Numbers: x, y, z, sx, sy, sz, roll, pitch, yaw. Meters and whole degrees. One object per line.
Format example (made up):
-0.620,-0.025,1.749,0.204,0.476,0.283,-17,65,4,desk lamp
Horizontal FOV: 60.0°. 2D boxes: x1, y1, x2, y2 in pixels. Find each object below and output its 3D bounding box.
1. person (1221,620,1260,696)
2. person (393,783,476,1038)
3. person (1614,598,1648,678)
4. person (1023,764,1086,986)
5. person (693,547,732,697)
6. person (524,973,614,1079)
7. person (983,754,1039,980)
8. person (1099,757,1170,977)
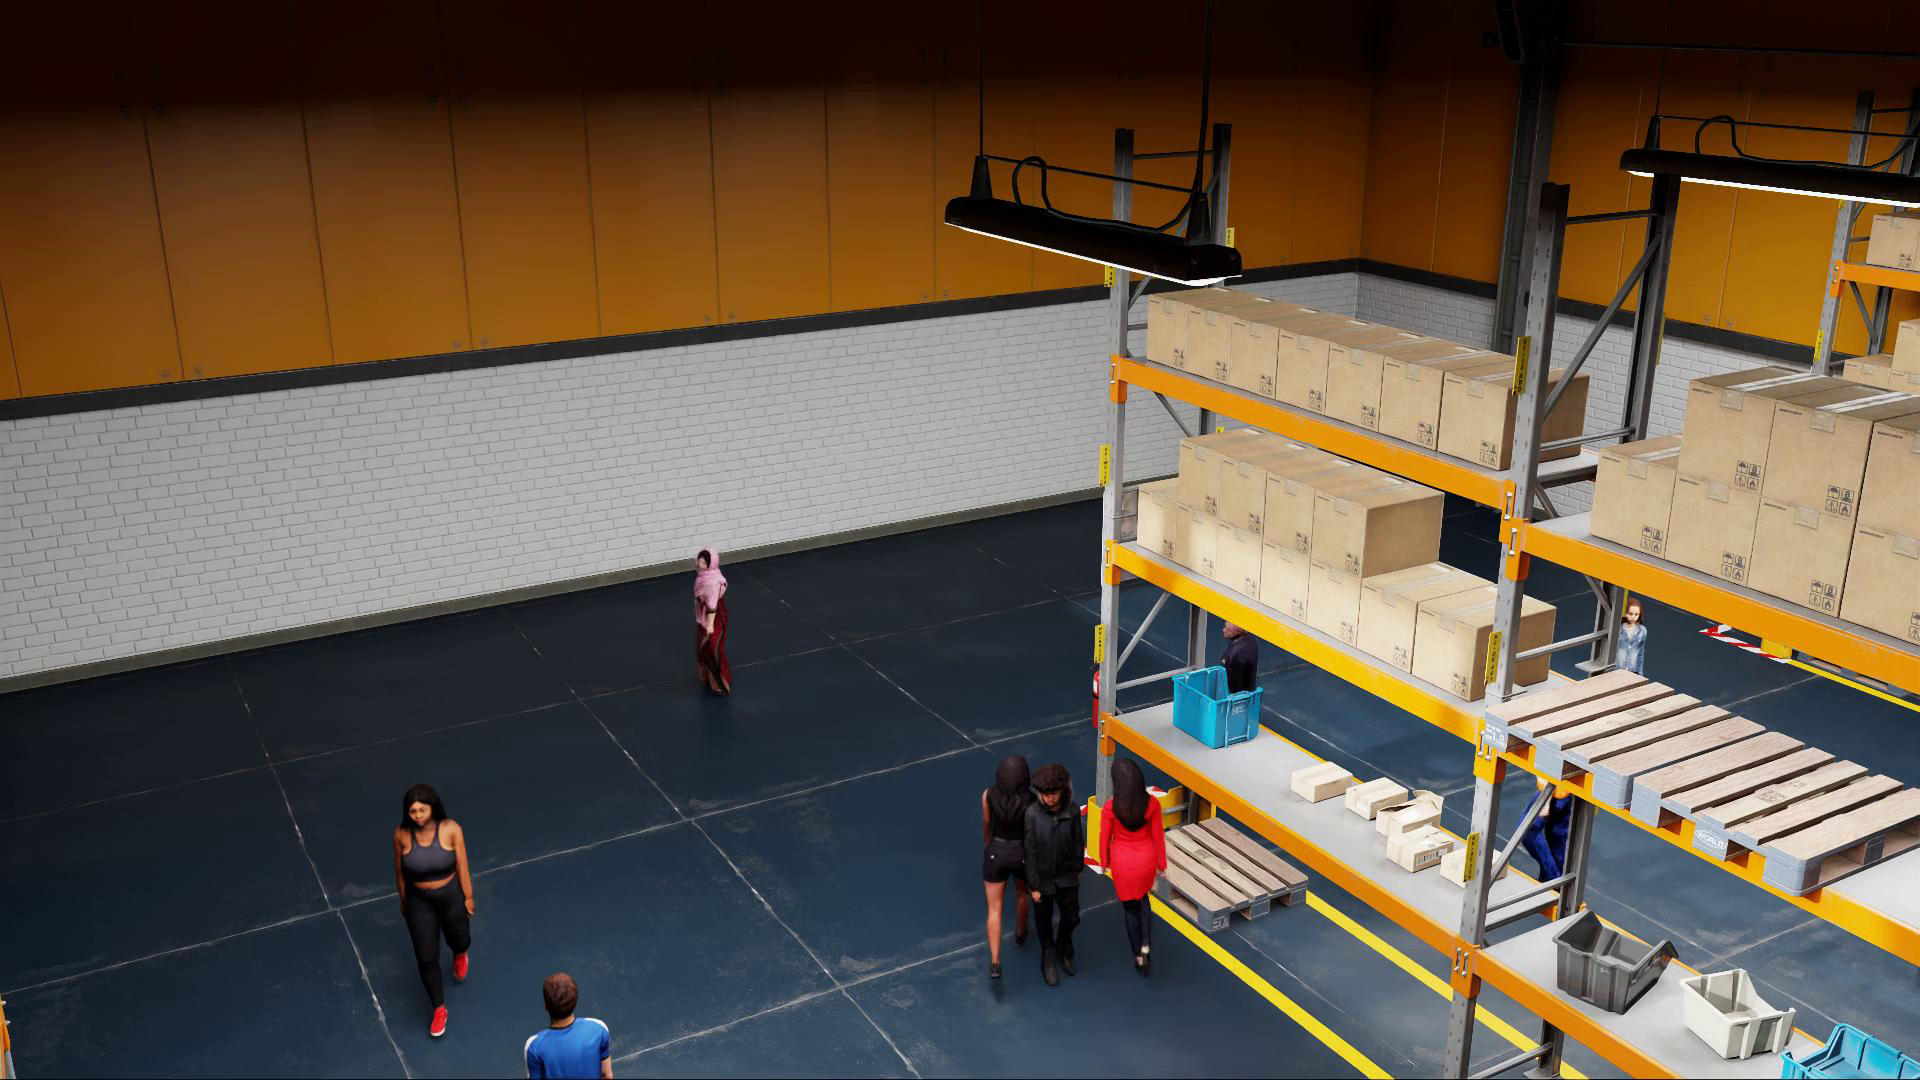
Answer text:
2.548,1.504,14.765,1.143,1.791,1.048,8,20,22,person
-3.688,2.515,11.764,0.891,1.790,1.184,-4,19,-11,person
6.361,1.254,15.998,0.640,1.478,0.652,0,19,1,person
0.644,2.398,12.169,0.718,1.754,0.730,-4,19,-11,person
-2.553,0.798,17.150,0.857,1.607,0.723,3,19,9,person
-2.188,3.277,9.384,0.663,1.865,0.571,-12,22,-31,person
0.339,2.413,12.203,1.028,1.703,1.198,2,19,5,person
1.268,2.436,12.103,0.752,1.724,0.743,0,19,0,person
